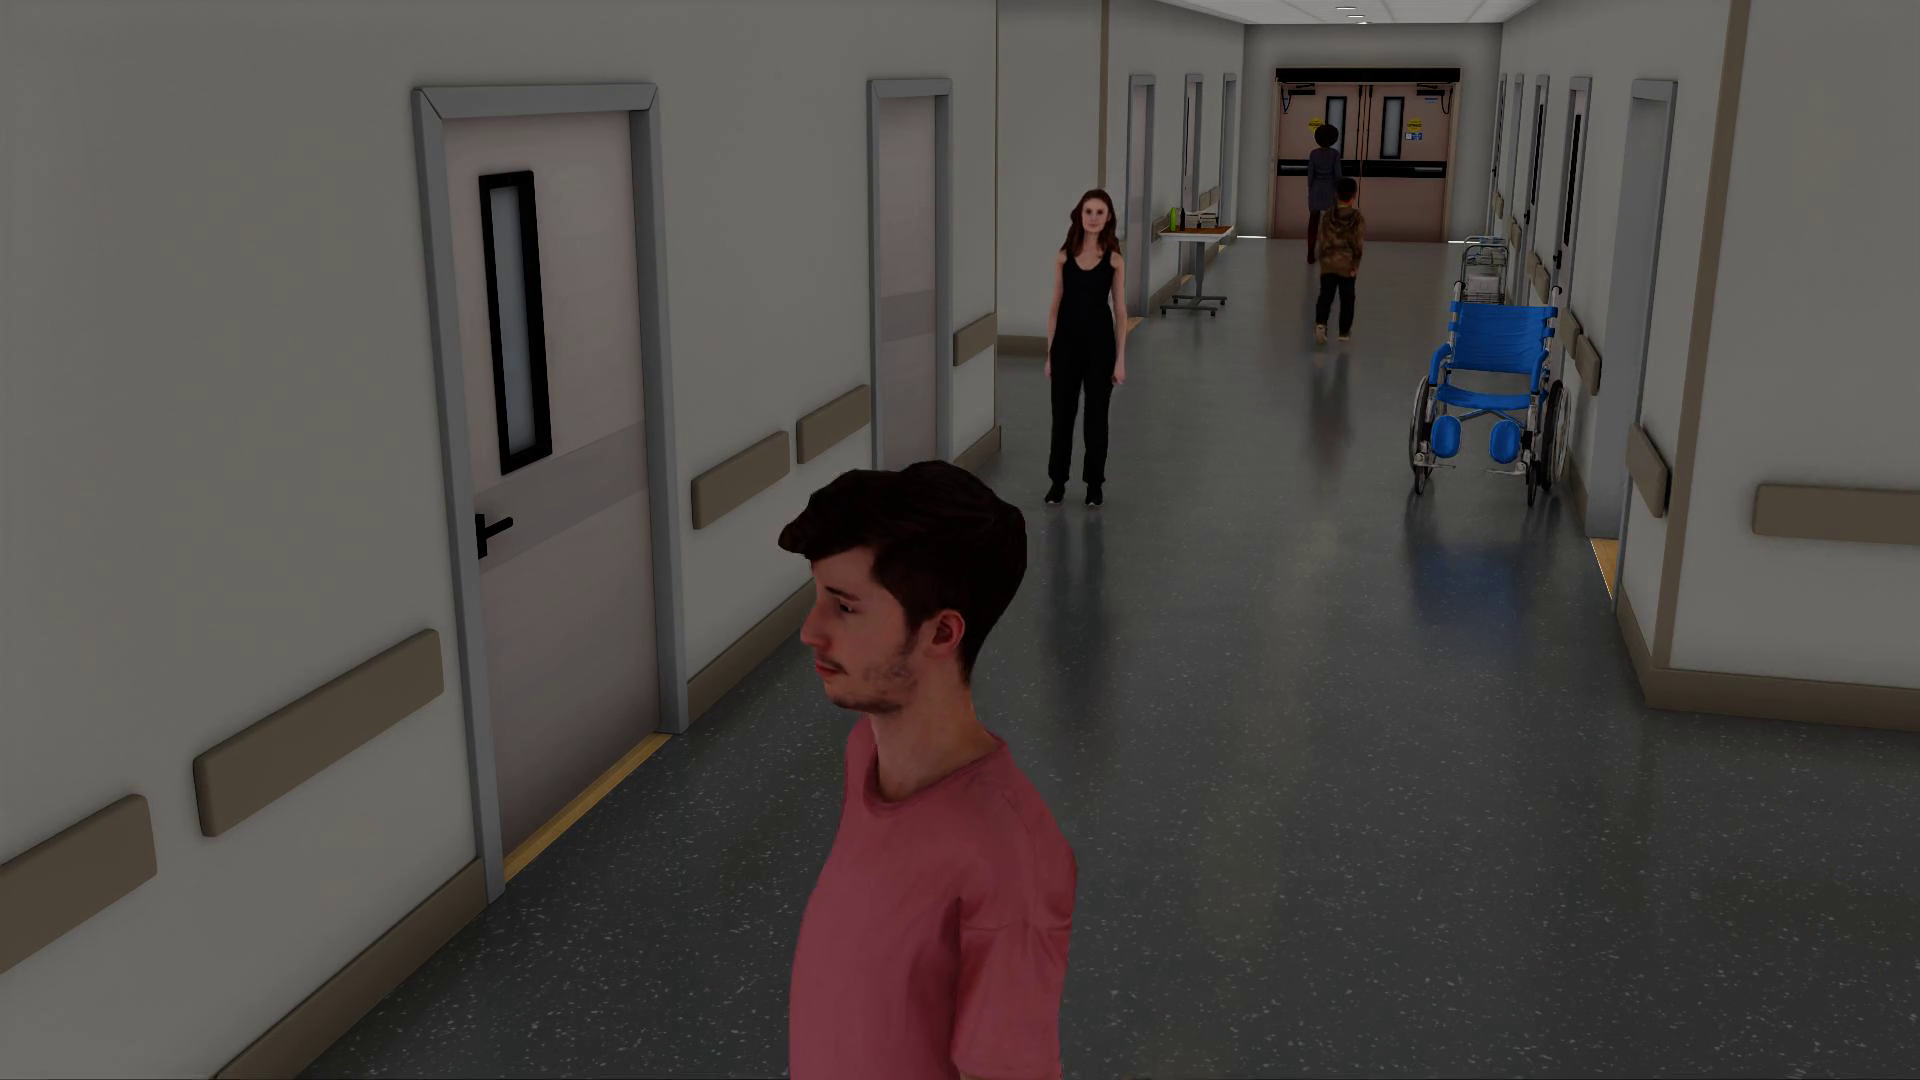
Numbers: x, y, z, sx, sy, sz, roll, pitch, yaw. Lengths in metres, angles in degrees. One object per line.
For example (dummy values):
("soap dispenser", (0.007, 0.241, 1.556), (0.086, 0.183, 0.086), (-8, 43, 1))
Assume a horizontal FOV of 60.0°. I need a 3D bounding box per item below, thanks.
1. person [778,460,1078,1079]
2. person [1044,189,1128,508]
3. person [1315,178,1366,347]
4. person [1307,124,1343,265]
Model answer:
("person", (0.046, 0.852, 2.018), (0.929, 1.947, 0.867), (-9, 18, -30))
("person", (0.707, -1.060, 9.178), (0.611, 1.743, 0.557), (3, 16, 12))
("person", (3.289, -2.403, 14.518), (0.611, 1.430, 0.959), (6, 17, 20))
("person", (4.553, -4.328, 20.828), (0.615, 1.711, 0.569), (7, 17, 24))
